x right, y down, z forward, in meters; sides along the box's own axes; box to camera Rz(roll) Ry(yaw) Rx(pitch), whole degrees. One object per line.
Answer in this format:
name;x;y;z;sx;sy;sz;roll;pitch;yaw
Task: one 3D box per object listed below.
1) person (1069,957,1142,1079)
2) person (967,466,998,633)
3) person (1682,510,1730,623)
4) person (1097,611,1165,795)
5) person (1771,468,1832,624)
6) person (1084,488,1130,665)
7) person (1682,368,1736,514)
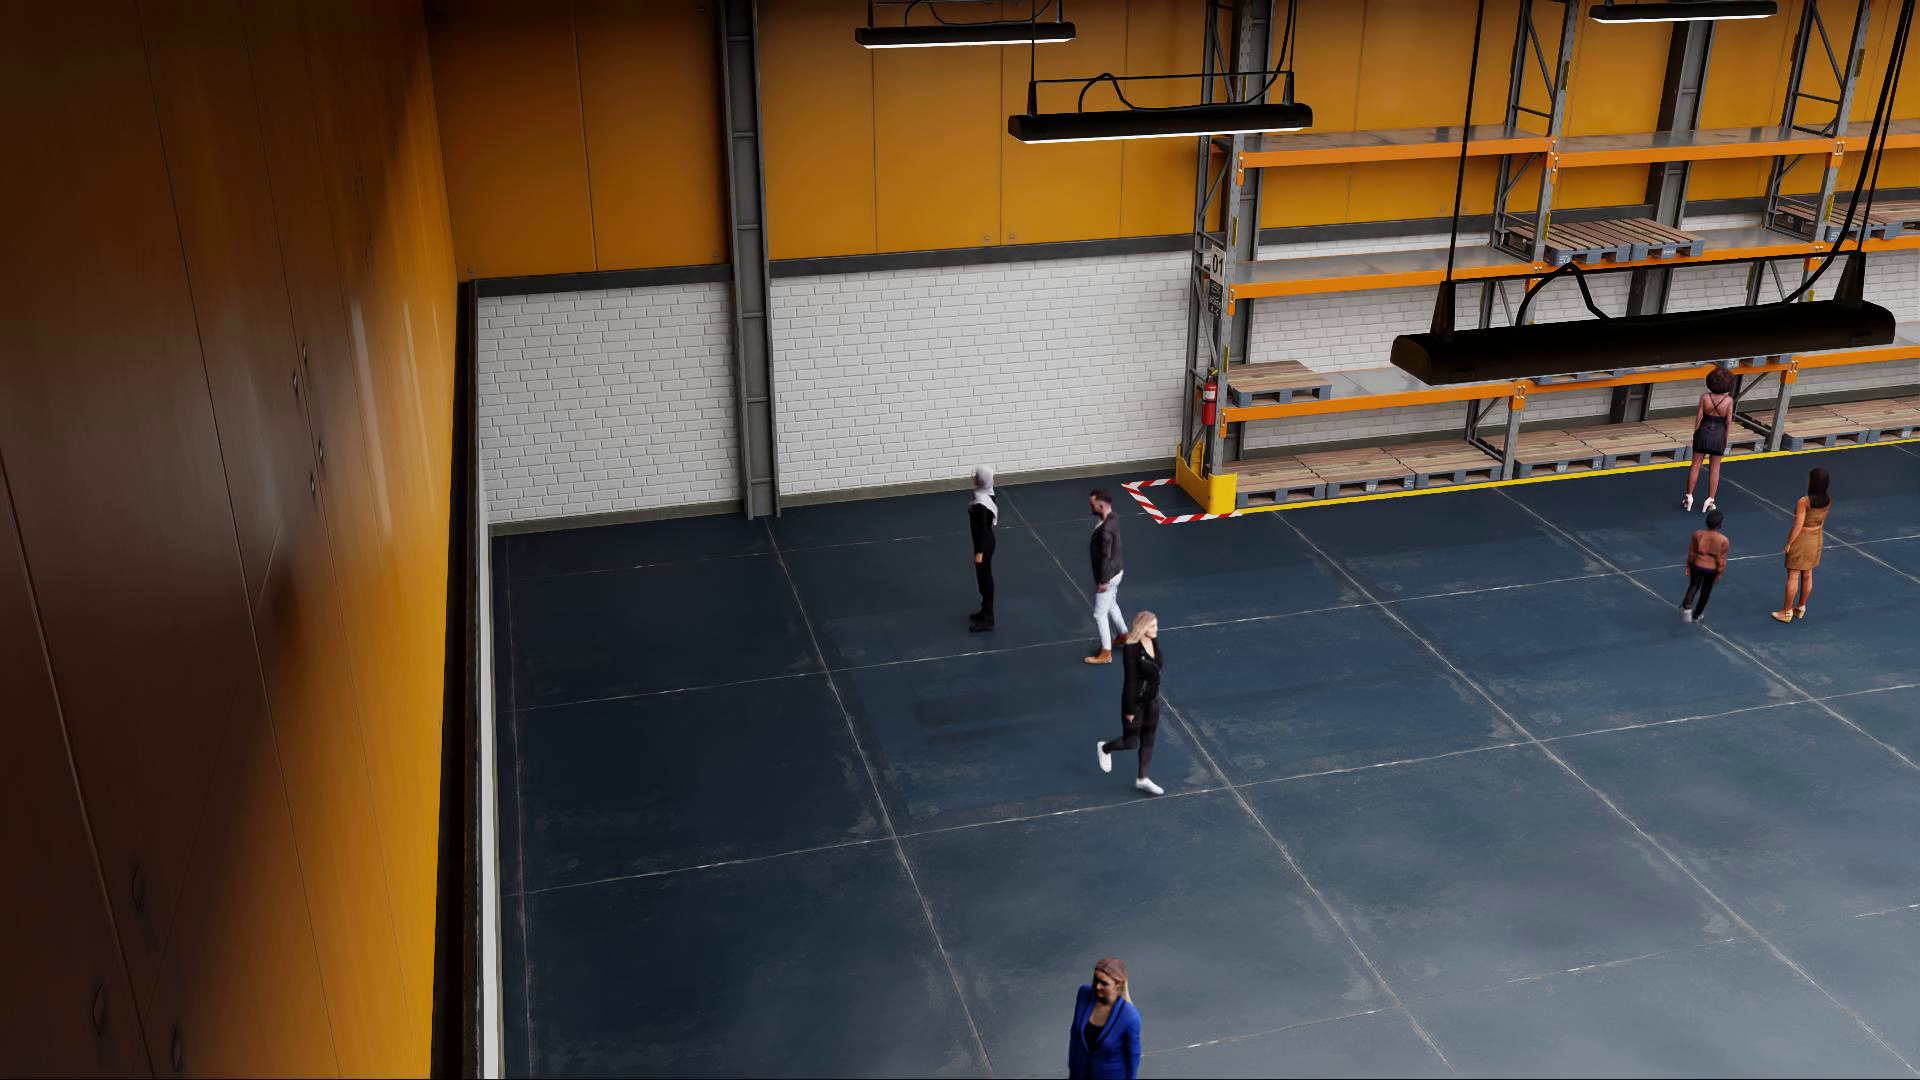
person;0.864;3.199;9.915;0.702;1.700;0.733;17;29;34
person;0.250;0.081;16.950;0.648;1.779;0.667;2;24;5
person;7.650;0.302;17.113;0.744;1.243;0.827;17;29;34
person;1.463;1.364;14.145;0.947;1.675;0.953;20;31;39
person;8.706;0.047;17.140;0.496;1.690;0.652;-11;26;-23
person;1.452;0.335;16.319;0.869;1.819;0.881;5;24;11
person;8.952;-1.190;19.845;0.642;1.790;0.707;12;26;25
